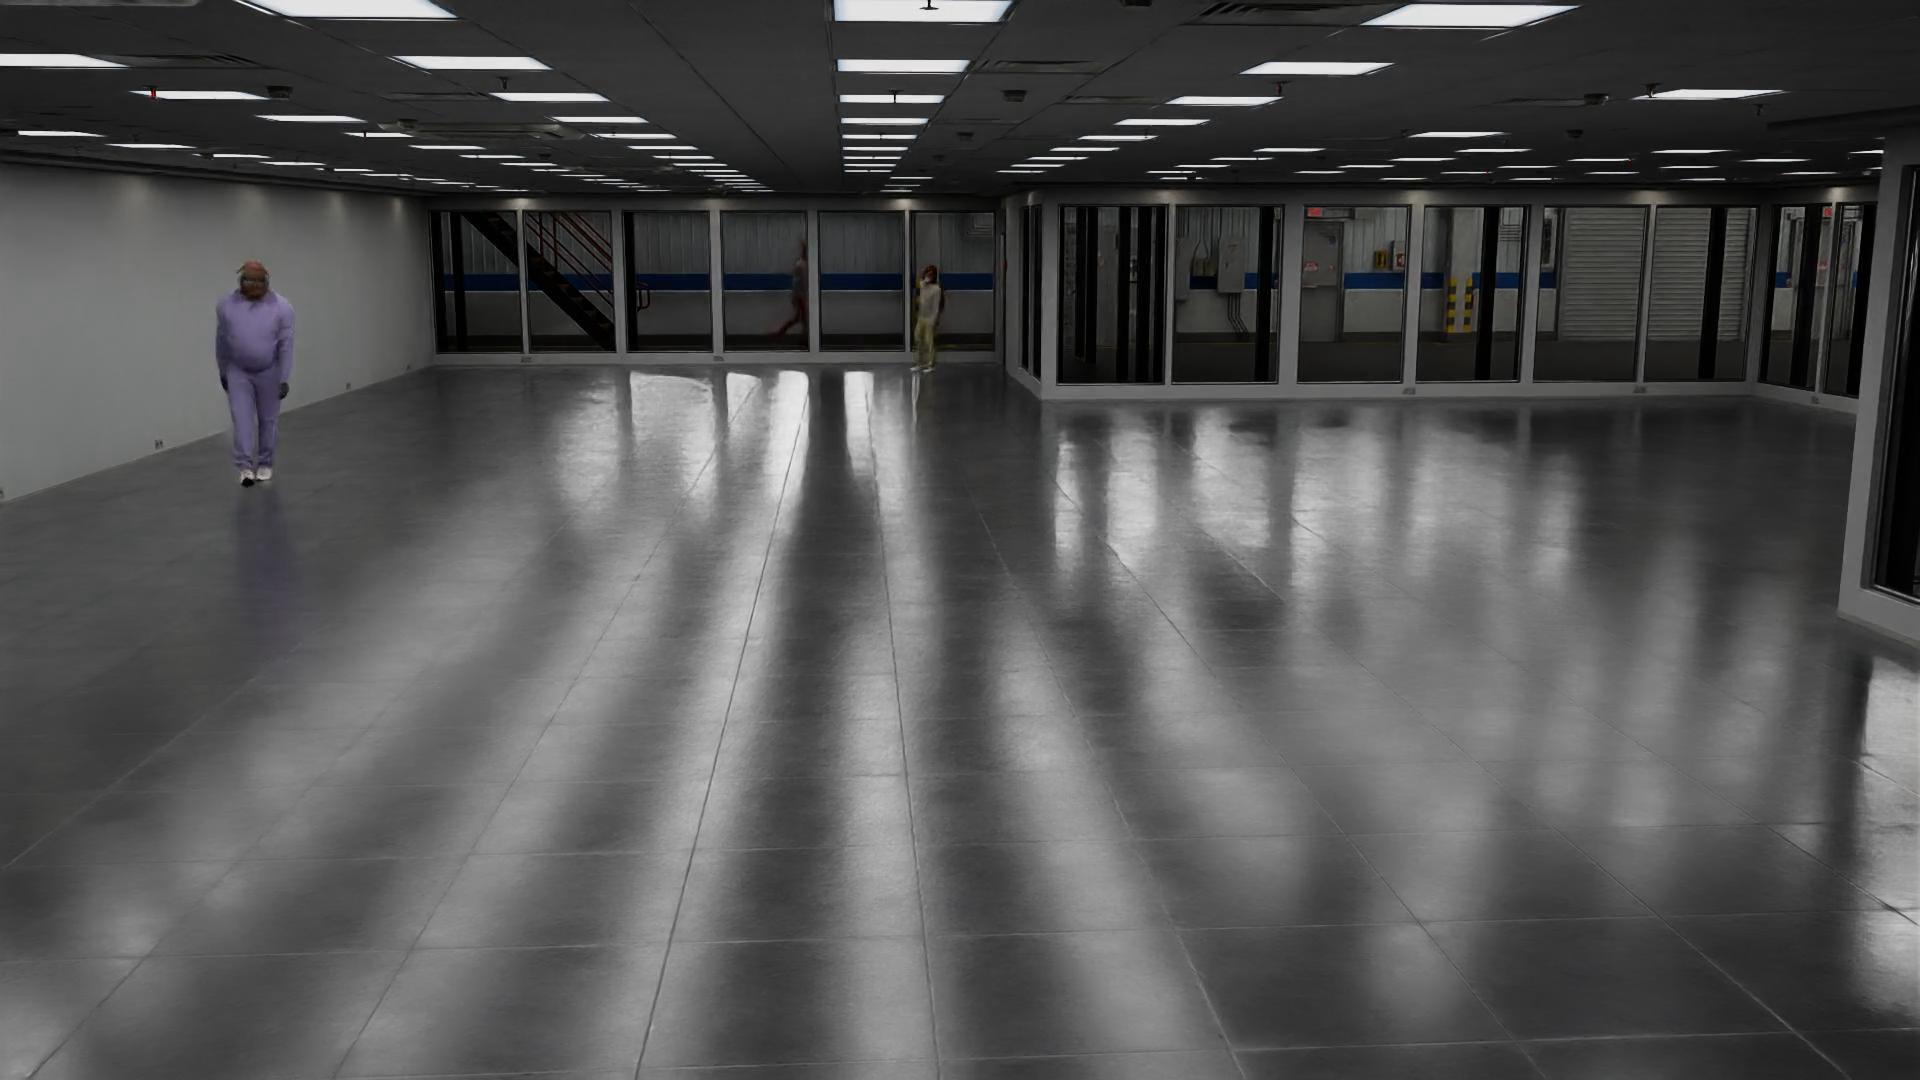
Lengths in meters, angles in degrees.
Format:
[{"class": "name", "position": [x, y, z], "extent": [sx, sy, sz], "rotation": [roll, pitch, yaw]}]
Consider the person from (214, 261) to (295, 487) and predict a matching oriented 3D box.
[{"class": "person", "position": [-5.807, -1.364, 13.722], "extent": [0.653, 1.840, 0.949], "rotation": [-3, 11, -16]}]

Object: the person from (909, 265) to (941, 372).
[{"class": "person", "position": [-0.485, -3.277, 24.673], "extent": [0.450, 1.594, 0.573], "rotation": [-10, 15, -44]}]
